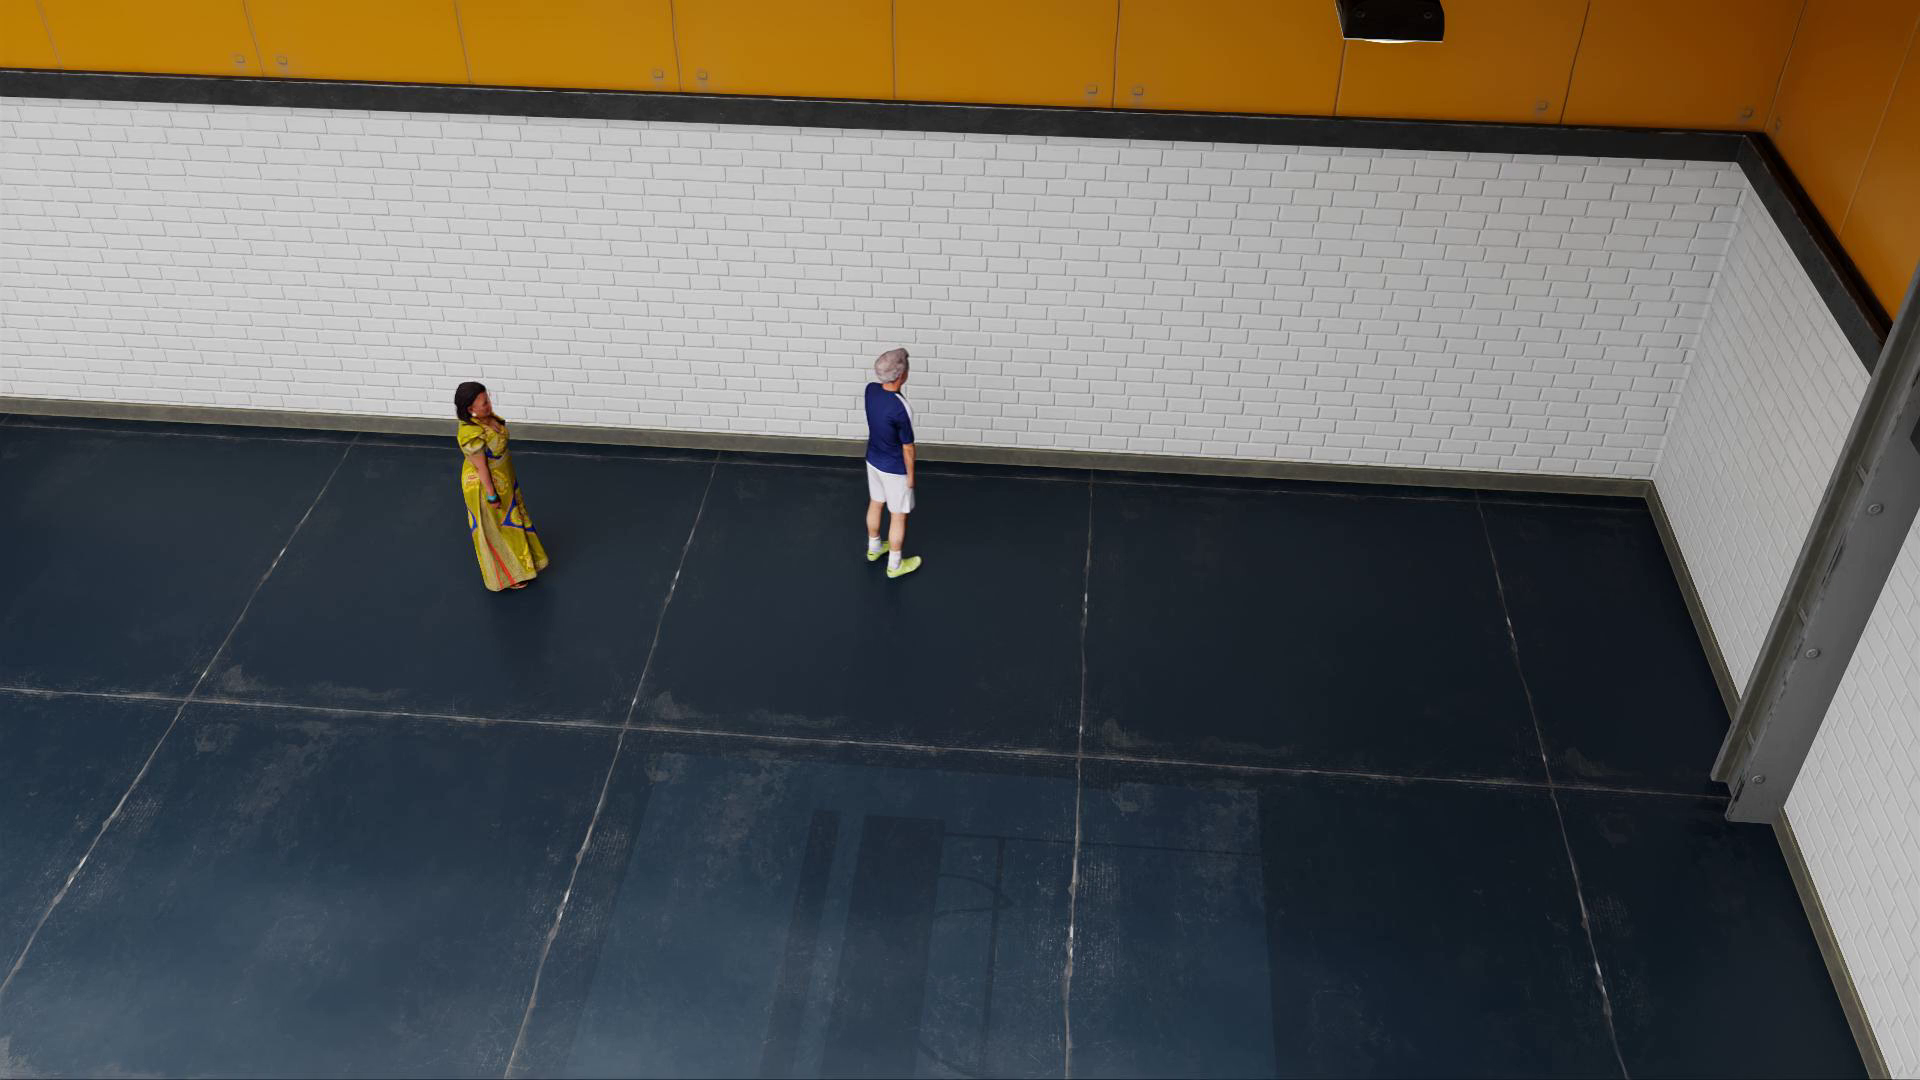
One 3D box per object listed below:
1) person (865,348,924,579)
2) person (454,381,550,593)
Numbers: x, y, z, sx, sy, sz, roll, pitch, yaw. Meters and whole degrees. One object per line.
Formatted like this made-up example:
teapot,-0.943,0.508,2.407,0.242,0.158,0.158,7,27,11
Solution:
person,-0.501,-0.550,11.756,0.760,1.835,0.709,-30,47,-32
person,-3.311,-0.407,11.717,0.995,1.661,0.825,-6,39,-8
